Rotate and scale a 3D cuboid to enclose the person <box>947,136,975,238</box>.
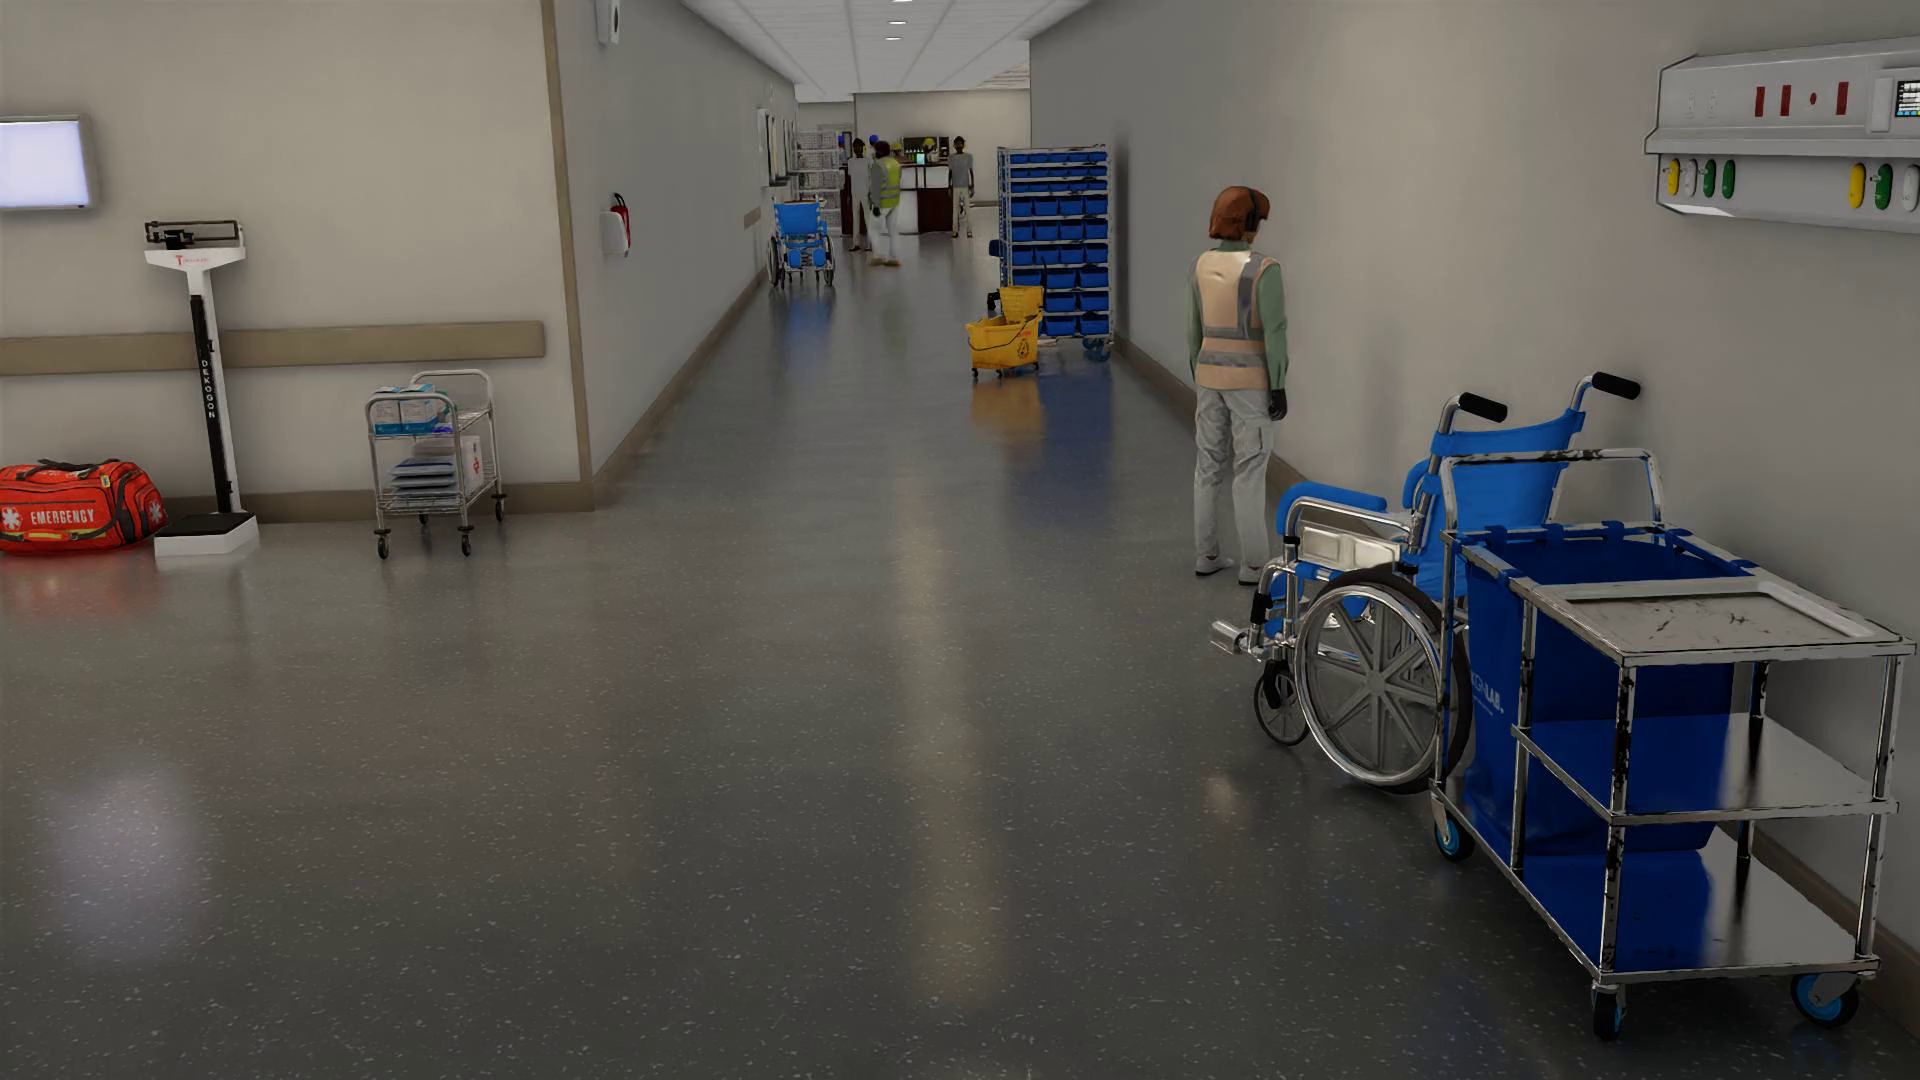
[{"bbox_3d":[0.021,-6.522,30.780,0.506,1.861,0.329,1,14,12],"label":"person"}]

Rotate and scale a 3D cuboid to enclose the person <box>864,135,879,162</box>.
[{"bbox_3d":[-2.192,-9.387,42.614,0.388,1.947,0.615,-13,18,-40],"label":"person"}]

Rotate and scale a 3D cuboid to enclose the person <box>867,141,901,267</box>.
[{"bbox_3d":[-1.164,-4.915,24.379,0.617,1.823,0.638,8,17,35],"label":"person"}]

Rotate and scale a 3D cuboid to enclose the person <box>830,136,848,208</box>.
[{"bbox_3d":[-3.149,-9.657,43.835,0.604,1.949,0.384,12,19,44],"label":"person"}]

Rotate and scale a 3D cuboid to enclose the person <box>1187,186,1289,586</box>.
[{"bbox_3d":[1.143,-0.627,6.870,0.308,1.638,0.511,-12,17,-37],"label":"person"}]

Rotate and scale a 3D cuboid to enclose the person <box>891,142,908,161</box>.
[{"bbox_3d":[-1.434,-8.326,38.574,0.521,1.758,0.349,2,14,14],"label":"person"}]

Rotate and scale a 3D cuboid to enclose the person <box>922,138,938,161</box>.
[{"bbox_3d":[-0.686,-8.552,39.246,0.404,1.829,0.600,-3,14,-7],"label":"person"}]

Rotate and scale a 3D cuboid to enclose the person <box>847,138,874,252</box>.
[{"bbox_3d":[-1.662,-5.748,27.760,0.507,1.872,0.329,3,14,18],"label":"person"}]
